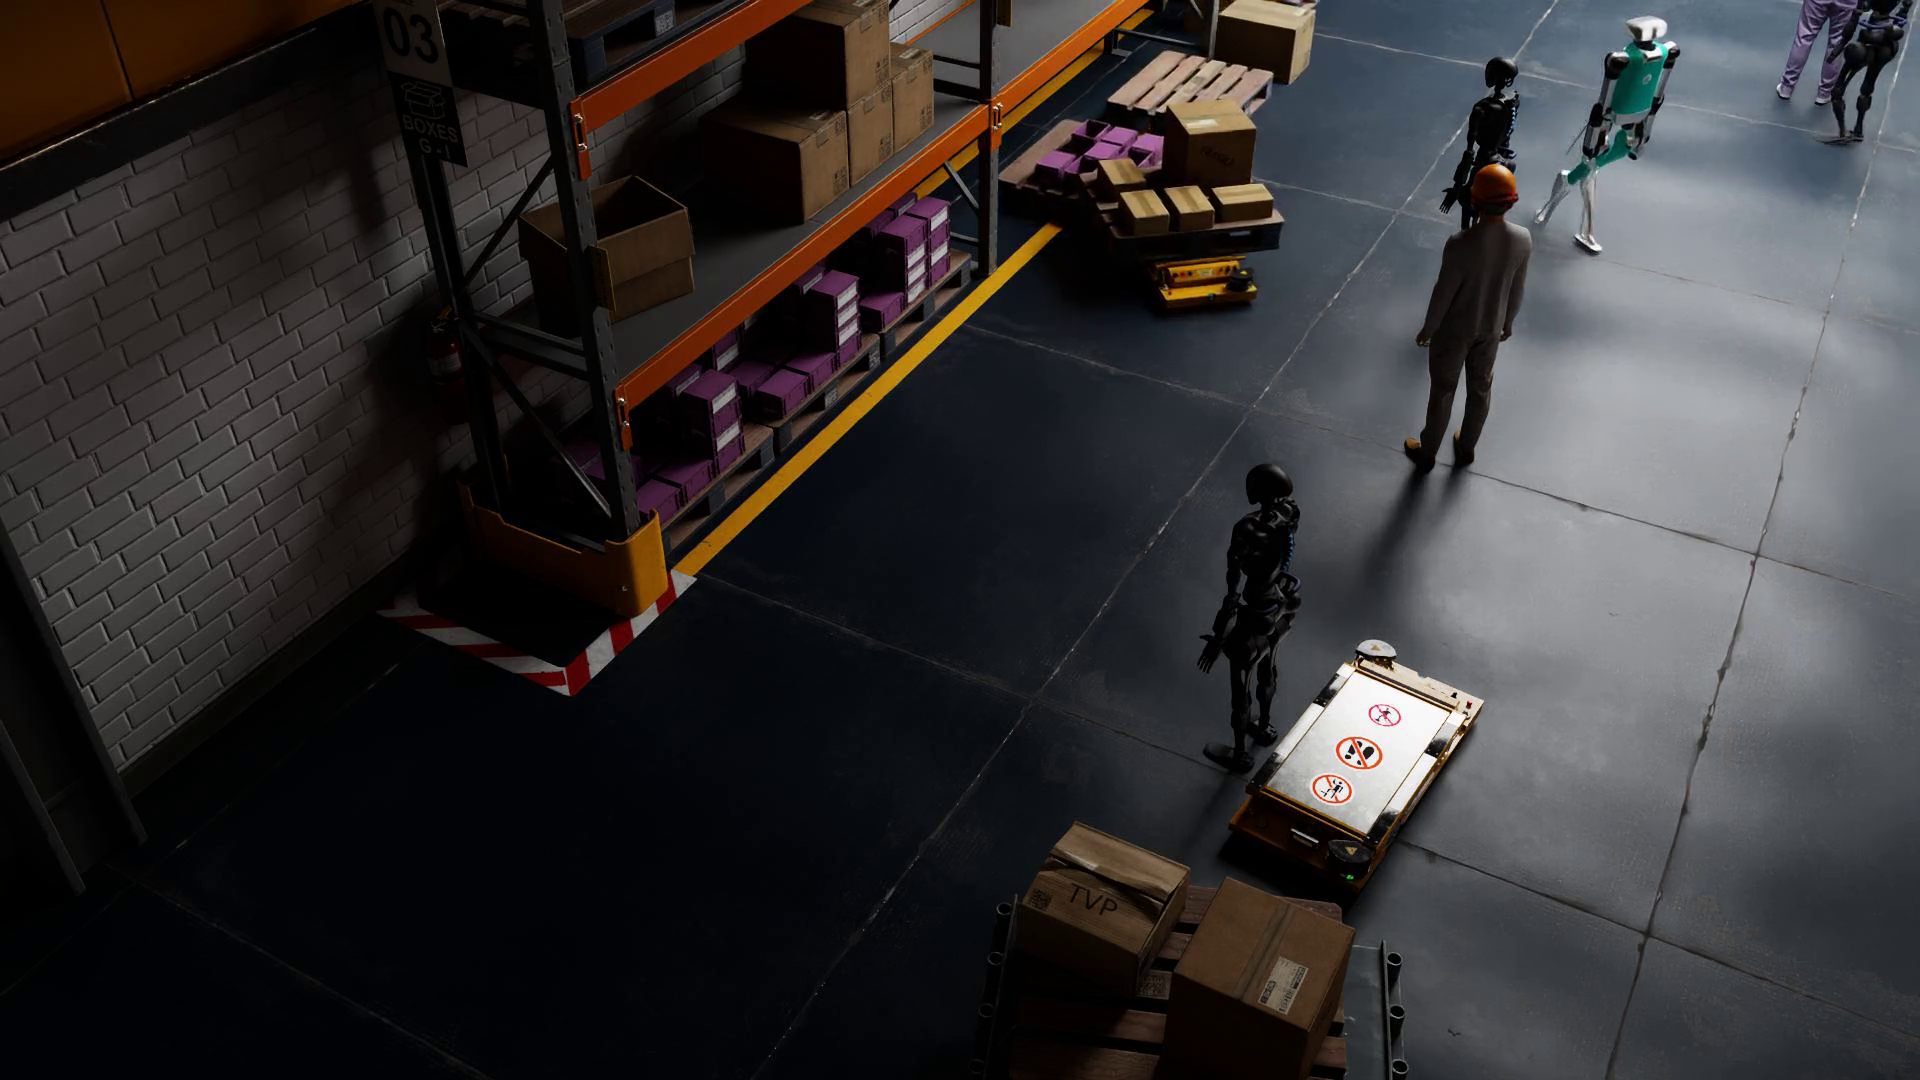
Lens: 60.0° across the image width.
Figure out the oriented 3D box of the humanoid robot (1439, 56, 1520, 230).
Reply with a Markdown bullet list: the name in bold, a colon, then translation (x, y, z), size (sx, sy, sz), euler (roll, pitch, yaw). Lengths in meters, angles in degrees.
- **humanoid robot**: translation (3.481, -2.417, 11.102), size (0.599, 1.657, 0.315), euler (-29, 47, -32)

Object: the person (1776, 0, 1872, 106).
- **person**: translation (7.144, -4.500, 13.532), size (0.638, 1.913, 0.410), euler (19, 42, 22)

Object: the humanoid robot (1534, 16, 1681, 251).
- **humanoid robot**: translation (4.443, -2.845, 11.670), size (0.553, 1.873, 0.833), euler (-12, 40, -15)

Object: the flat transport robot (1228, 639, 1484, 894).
- **flat transport robot**: translation (1.914, 1.038, 7.922), size (0.659, 0.231, 1.431), euler (24, 45, 27)

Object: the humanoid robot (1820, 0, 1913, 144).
- **humanoid robot**: translation (7.135, -3.896, 12.973), size (0.584, 1.650, 0.386), euler (-12, 40, -15)

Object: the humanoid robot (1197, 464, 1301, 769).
- **humanoid robot**: translation (1.350, 0.350, 7.644), size (0.315, 1.657, 0.599), euler (29, 47, 31)

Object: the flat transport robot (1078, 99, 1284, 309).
- **flat transport robot**: translation (1.567, -2.104, 11.850), size (0.659, 0.231, 1.431), euler (-8, 39, -9)

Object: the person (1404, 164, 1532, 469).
- **person**: translation (2.908, -1.247, 9.482), size (0.558, 1.892, 0.366), euler (-7, 39, -8)
